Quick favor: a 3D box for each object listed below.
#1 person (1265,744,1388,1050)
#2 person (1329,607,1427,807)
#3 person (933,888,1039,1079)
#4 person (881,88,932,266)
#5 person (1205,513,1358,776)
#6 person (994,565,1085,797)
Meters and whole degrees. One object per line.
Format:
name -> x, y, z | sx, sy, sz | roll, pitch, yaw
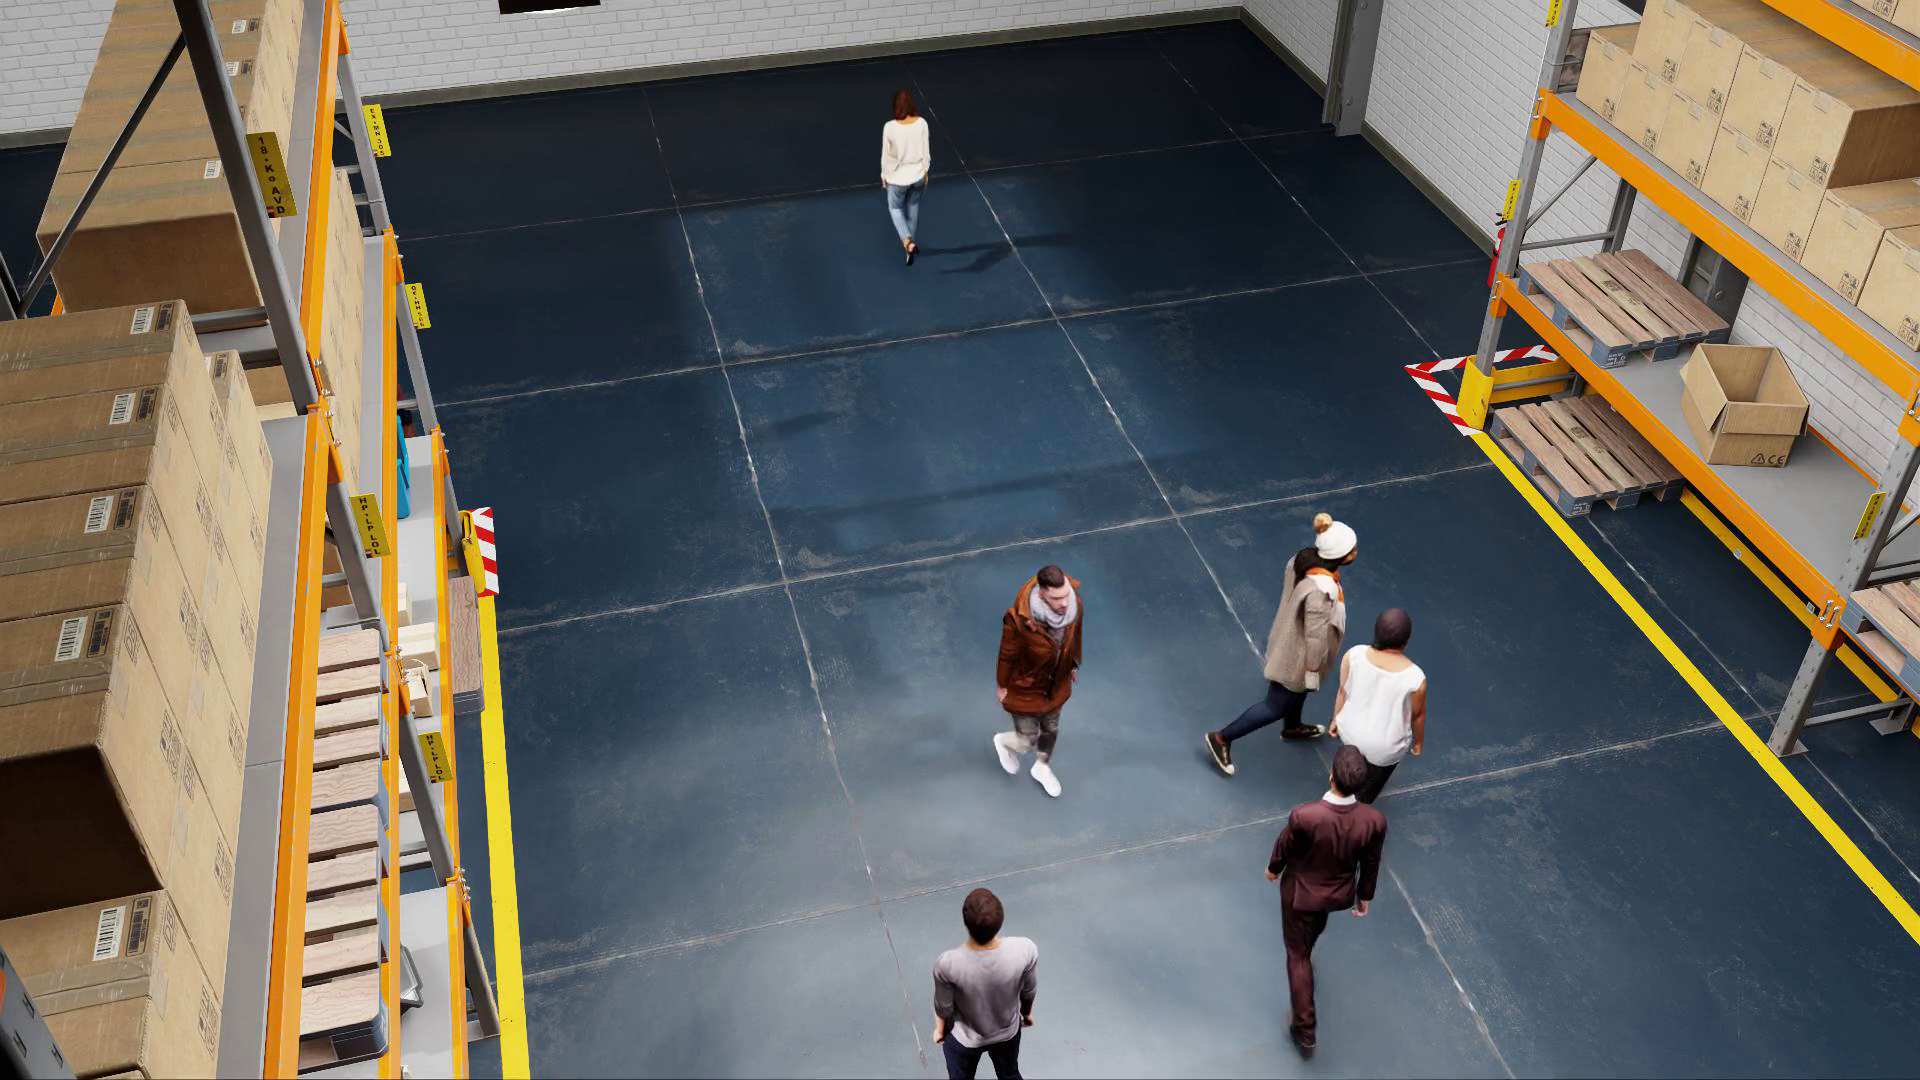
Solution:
person -> 1.862, 1.851, 8.593 | 0.789, 1.836, 1.202 | -4, 39, -5
person -> 2.368, 1.142, 9.640 | 1.179, 1.638, 1.144 | 30, 47, 32
person -> 0.116, 2.327, 7.991 | 0.653, 1.844, 0.525 | -9, 39, -11
person -> -0.464, -3.265, 15.139 | 0.642, 1.663, 0.874 | -11, 40, -14
person -> 1.975, 0.623, 10.103 | 0.945, 1.871, 1.076 | 2, 39, 2
person -> 0.419, 0.800, 9.928 | 0.815, 1.813, 0.867 | -22, 43, -25
